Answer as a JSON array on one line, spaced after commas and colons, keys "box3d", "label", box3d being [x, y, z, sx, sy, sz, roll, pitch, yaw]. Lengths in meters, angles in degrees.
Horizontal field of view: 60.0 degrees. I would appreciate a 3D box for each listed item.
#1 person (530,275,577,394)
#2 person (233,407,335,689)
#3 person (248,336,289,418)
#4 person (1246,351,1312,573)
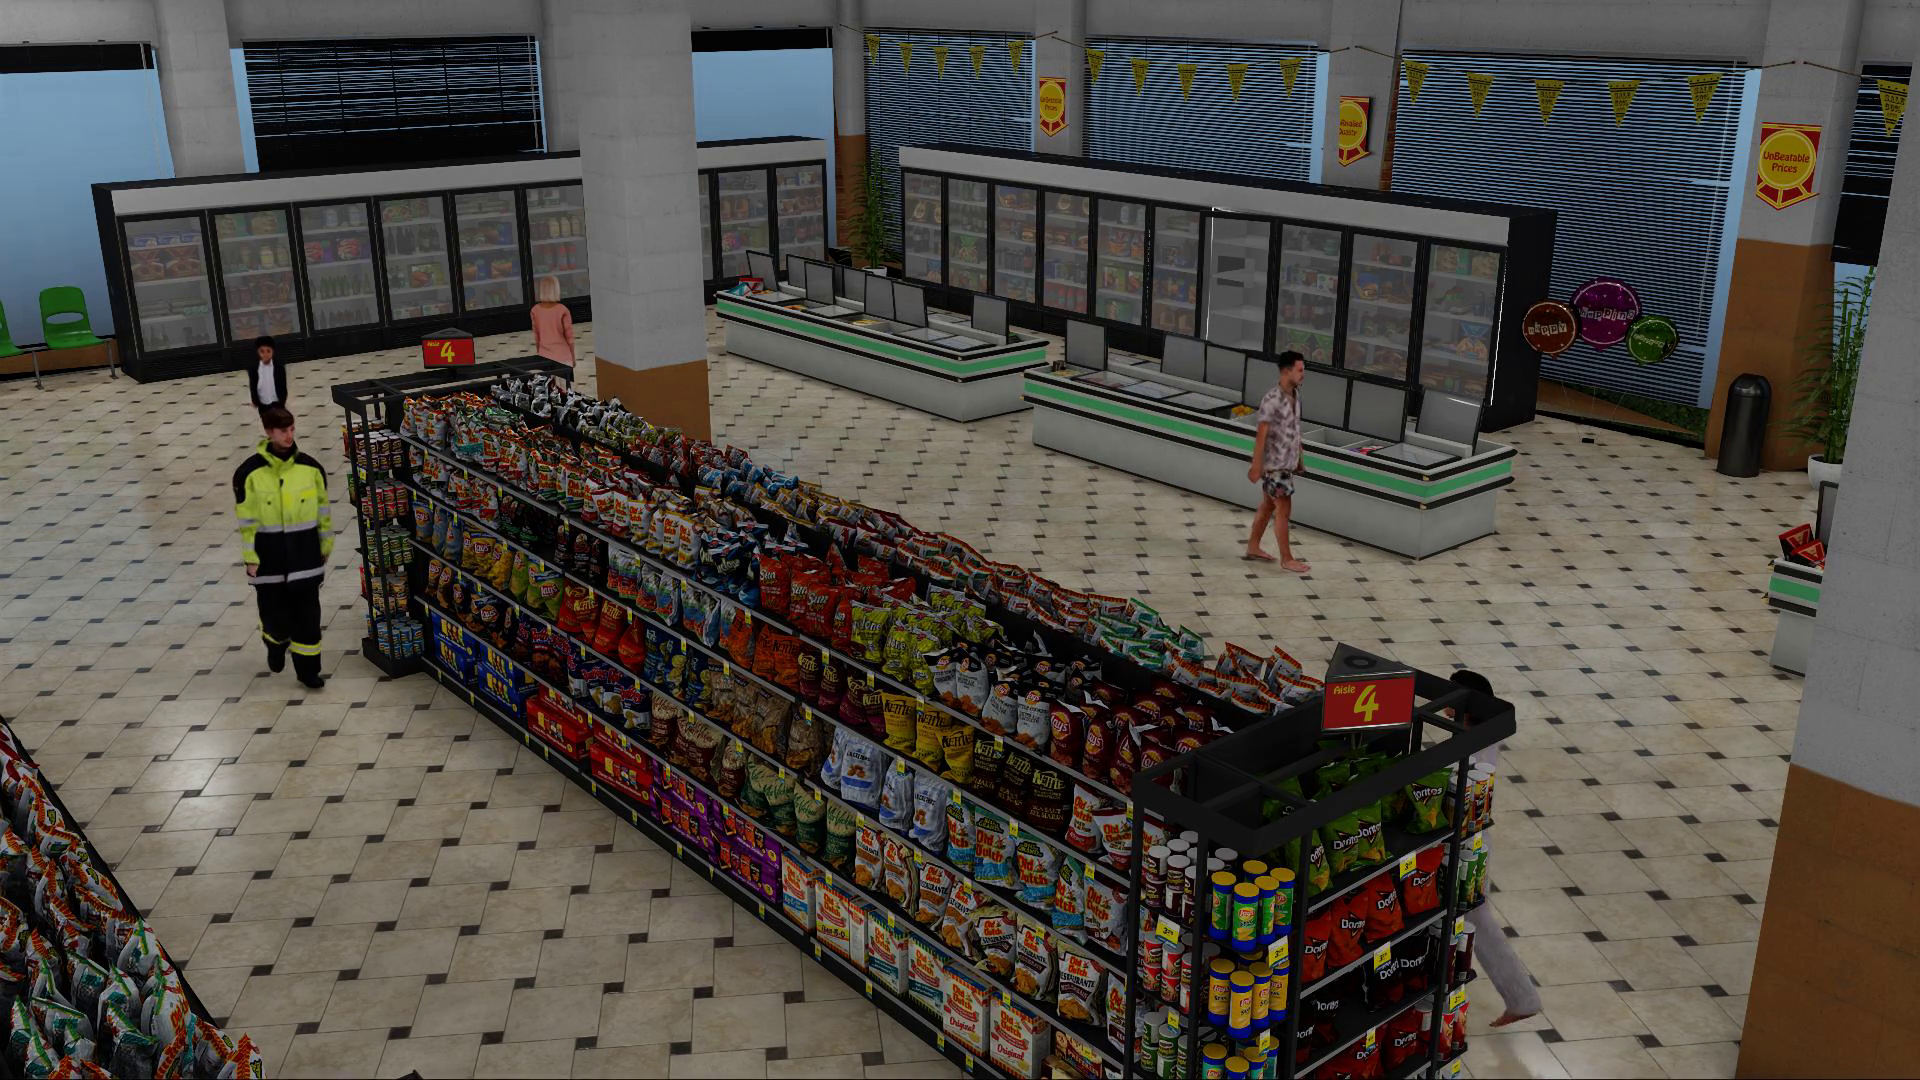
[{"box3d": [-4.264, -1.934, 17.516, 0.668, 1.725, 0.734, 2, 19, 6], "label": "person"}, {"box3d": [-4.592, 0.049, 11.270, 0.764, 1.958, 0.804, -14, 23, -36], "label": "person"}, {"box3d": [-7.063, -1.487, 16.995, 0.704, 1.210, 0.893, -5, 19, -15], "label": "person"}, {"box3d": [2.517, -0.671, 13.665, 0.967, 1.791, 0.809, 14, 23, 35], "label": "person"}]
